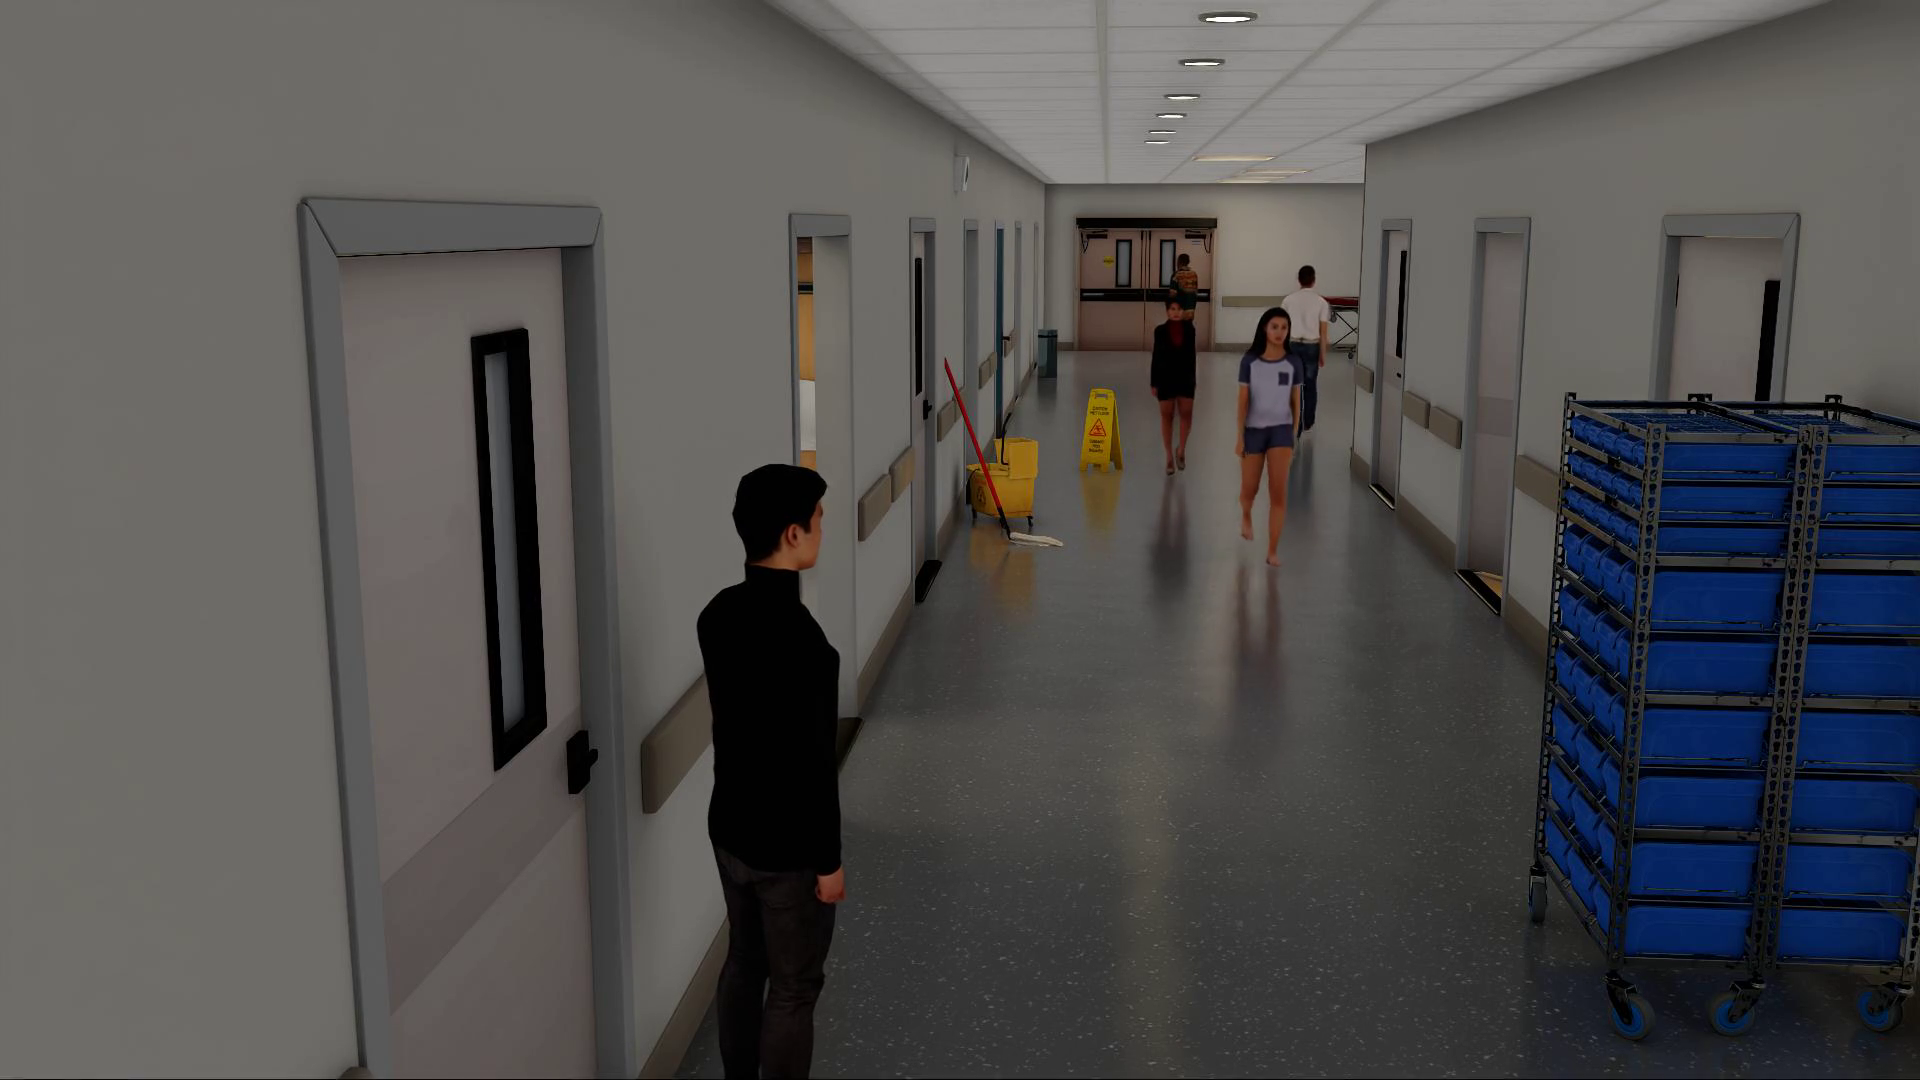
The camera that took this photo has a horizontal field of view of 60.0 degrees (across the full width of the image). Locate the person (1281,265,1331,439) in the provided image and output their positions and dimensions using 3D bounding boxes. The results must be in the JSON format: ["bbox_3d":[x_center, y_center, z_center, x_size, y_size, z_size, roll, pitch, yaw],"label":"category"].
[{"bbox_3d":[3.605,-1.954,17.601,0.817,1.807,1.241,3,11,13],"label":"person"}]

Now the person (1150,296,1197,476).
[{"bbox_3d":[1.944,-1.404,15.179,0.577,1.630,0.606,0,11,2],"label":"person"}]

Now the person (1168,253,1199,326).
[{"bbox_3d":[3.488,-3.568,25.997,0.825,1.808,0.864,-7,13,-32],"label":"person"}]

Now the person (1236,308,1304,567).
[{"bbox_3d":[2.055,-0.695,11.224,0.597,1.711,0.944,0,11,3],"label":"person"}]

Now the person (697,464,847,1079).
[{"bbox_3d":[-0.452,0.671,4.001,0.775,1.721,0.699,-8,13,-36],"label":"person"}]
